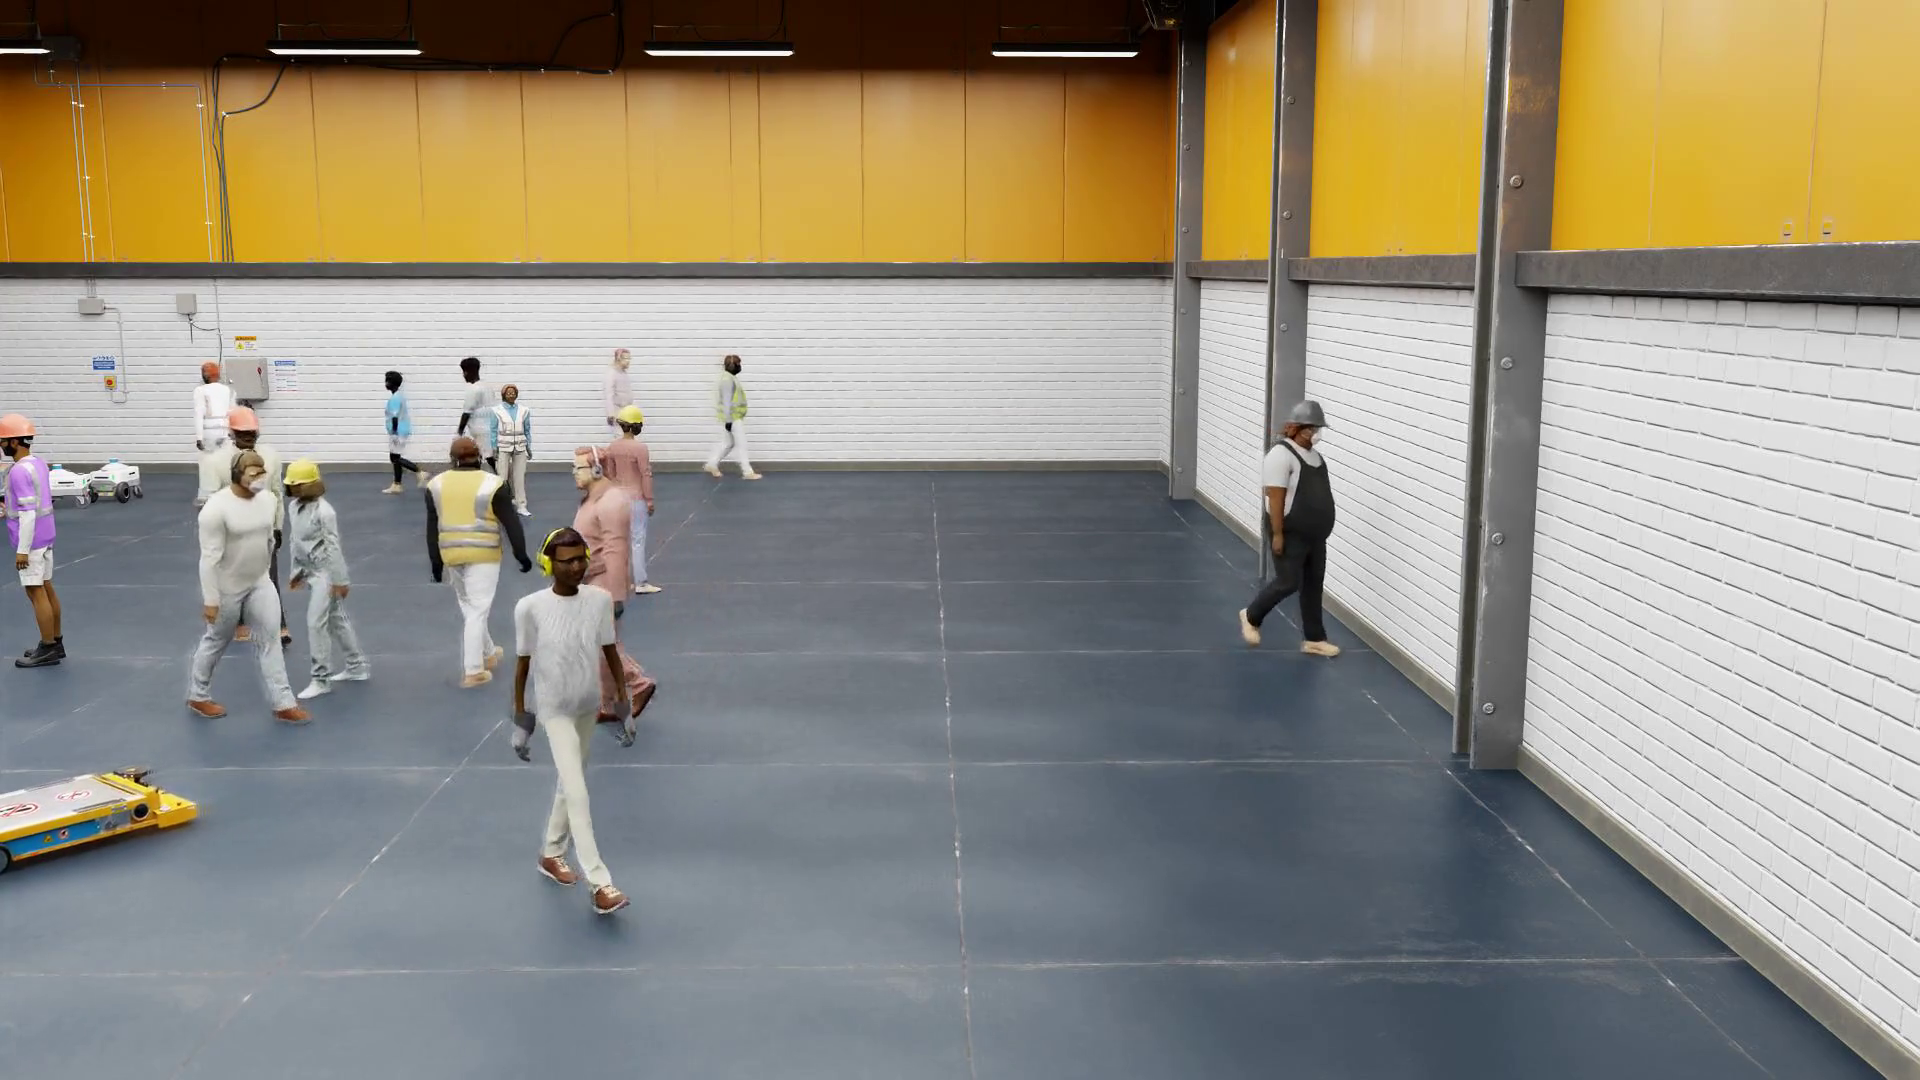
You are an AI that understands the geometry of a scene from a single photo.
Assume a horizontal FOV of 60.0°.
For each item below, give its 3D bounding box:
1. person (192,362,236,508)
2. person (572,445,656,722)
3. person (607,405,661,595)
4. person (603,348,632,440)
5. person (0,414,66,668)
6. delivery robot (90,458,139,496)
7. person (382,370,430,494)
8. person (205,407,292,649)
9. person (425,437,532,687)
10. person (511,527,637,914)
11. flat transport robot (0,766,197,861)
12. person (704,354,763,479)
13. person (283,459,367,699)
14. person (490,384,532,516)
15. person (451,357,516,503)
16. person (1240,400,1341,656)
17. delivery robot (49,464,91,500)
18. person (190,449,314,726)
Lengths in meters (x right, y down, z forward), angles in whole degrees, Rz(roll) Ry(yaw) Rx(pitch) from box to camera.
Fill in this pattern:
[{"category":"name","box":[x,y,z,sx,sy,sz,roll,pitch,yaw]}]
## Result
[{"category":"person","box":[-9.464,-1.312,21.060,0.785,1.847,0.624,7,12,38]},{"category":"person","box":[-2.361,0.309,10.995,0.461,1.889,0.673,-4,10,-23]},{"category":"person","box":[-3.065,-0.375,15.562,0.523,1.769,0.323,6,11,35]},{"category":"person","box":[-4.910,-1.830,24.116,0.469,1.889,0.703,1,9,8]},{"category":"person","box":[-7.124,0.007,12.701,0.374,1.935,0.552,-2,10,-15]},{"category":"delivery robot","box":[-11.061,-0.829,21.765,0.477,0.478,0.707,0,9,0]},{"category":"person","box":[-7.499,-1.442,22.381,0.565,1.685,0.540,-2,9,-10]},{"category":"person","box":[-5.693,-0.094,13.318,0.615,1.934,1.069,-7,11,-35]},{"category":"person","box":[-3.534,0.135,12.325,0.653,1.798,0.873,2,9,11]},{"category":"person","box":[-1.817,0.842,7.944,0.551,1.812,0.961,-8,12,-41]},{"category":"flat transport robot","box":[-4.870,1.485,8.729,0.652,0.197,1.431,7,12,37]},{"category":"person","box":[-3.298,-1.771,23.985,0.826,1.817,0.642,-1,9,-5]},{"category":"person","box":[-4.548,0.250,11.941,0.502,1.704,0.627,8,12,42]},{"category":"person","box":[-5.494,-1.095,20.364,0.510,1.640,0.308,-6,11,-34]},{"category":"person","box":[-6.237,-1.398,21.412,1.062,1.892,0.612,1,9,4]},{"category":"person","box":[2.628,-0.103,13.058,0.712,2.000,0.717,9,13,43]},{"category":"delivery robot","box":[-11.416,-0.715,21.066,0.707,0.478,0.477,-3,10,-15]},{"category":"person","box":[-4.833,0.312,11.087,0.983,1.872,0.649,4,10,25]}]
